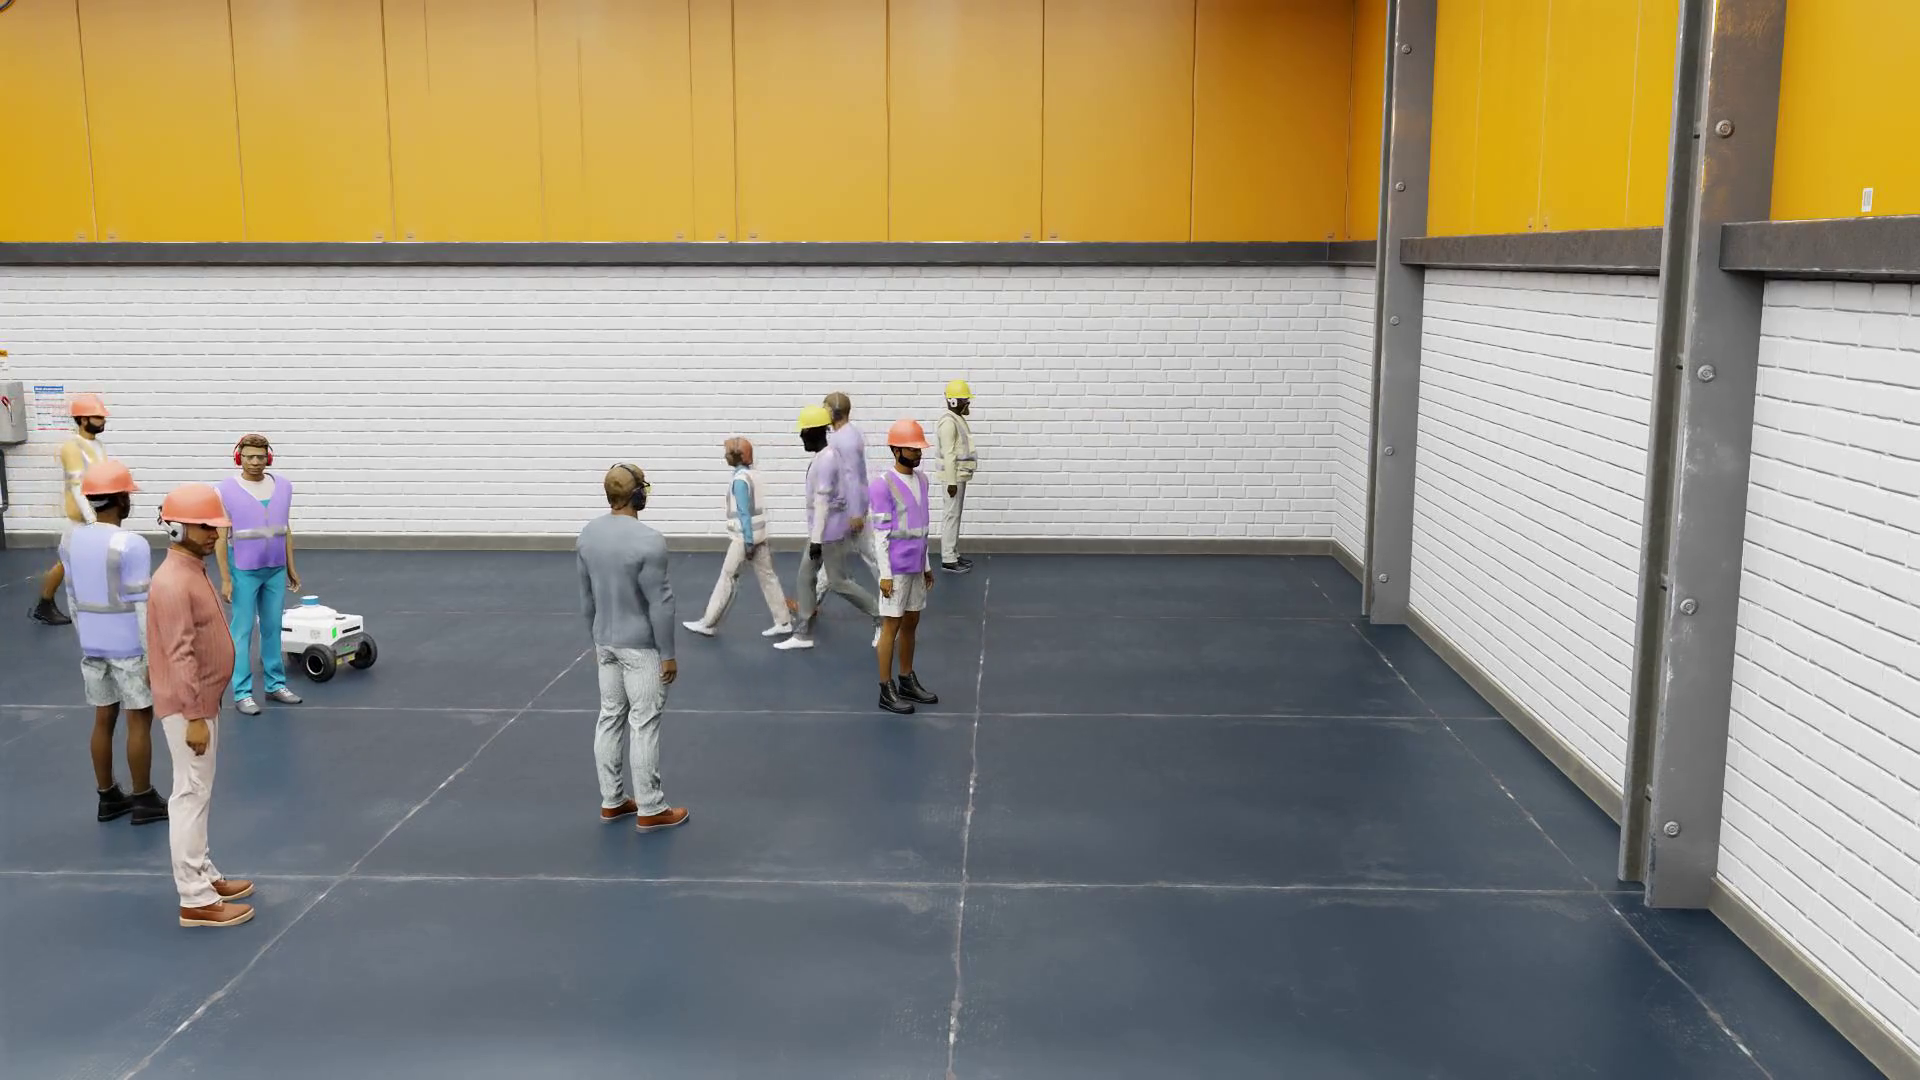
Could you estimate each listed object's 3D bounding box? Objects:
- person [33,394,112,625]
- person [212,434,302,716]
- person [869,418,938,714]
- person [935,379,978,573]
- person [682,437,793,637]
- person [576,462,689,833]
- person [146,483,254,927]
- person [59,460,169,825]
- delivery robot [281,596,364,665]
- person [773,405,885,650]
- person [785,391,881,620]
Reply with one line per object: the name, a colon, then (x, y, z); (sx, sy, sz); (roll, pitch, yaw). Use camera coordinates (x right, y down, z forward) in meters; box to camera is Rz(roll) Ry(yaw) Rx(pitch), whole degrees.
person: (-7.086, -0.236, 13.474); (0.998, 1.899, 0.540); (1, 10, 3)
person: (-4.645, 0.211, 10.992); (0.392, 1.839, 0.564); (6, 11, 32)
person: (-0.354, 0.163, 10.984); (0.355, 1.939, 0.544); (6, 11, 32)
person: (-0.031, -0.613, 15.839); (0.404, 1.830, 0.599); (1, 10, 7)
person: (-1.723, -0.011, 13.030); (0.871, 1.589, 0.535); (1, 10, 5)
person: (-1.713, 0.557, 8.679); (0.630, 1.940, 0.372); (7, 12, 35)
person: (-3.431, 0.733, 7.501); (0.391, 1.987, 0.610); (-3, 10, -19)
person: (-4.424, 0.546, 8.762); (0.585, 1.931, 0.382); (4, 10, 20)
delivery robot: (-4.647, 0.644, 11.938); (0.707, 0.478, 0.477); (4, 10, 21)
person: (-0.943, -0.088, 12.607); (0.884, 1.890, 0.579); (-2, 10, -13)
person: (-0.942, -0.266, 13.654); (0.998, 1.897, 0.647); (0, 10, -1)
